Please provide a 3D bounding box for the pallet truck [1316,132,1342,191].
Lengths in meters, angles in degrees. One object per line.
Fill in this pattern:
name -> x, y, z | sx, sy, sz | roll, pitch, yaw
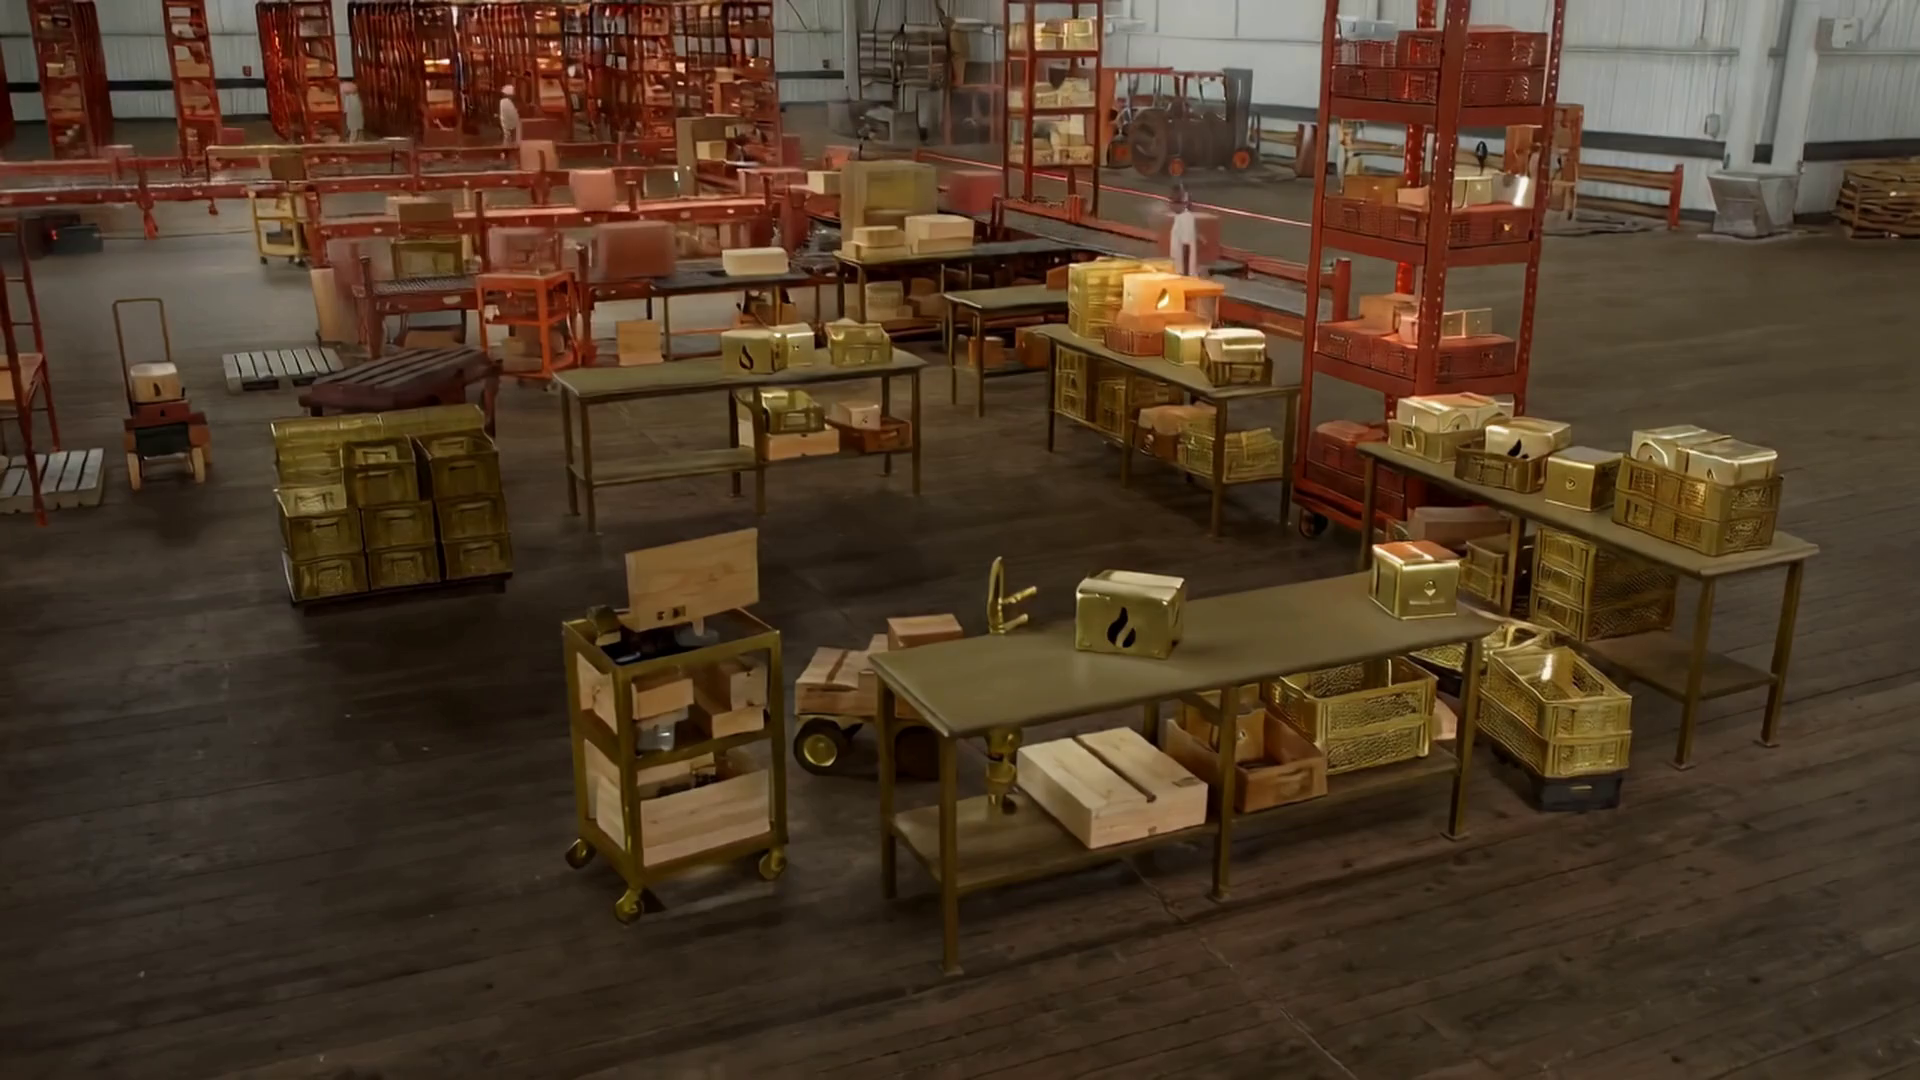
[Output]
pallet truck -> 7.723, -7.504, 32.656 | 1.601, 1.201, 0.680 | -8, 19, -23

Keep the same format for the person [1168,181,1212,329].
person -> 2.230, -2.585, 16.229 | 0.963, 1.810, 0.561 | 4, 18, 11

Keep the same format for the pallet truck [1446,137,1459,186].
pallet truck -> 9.184, -6.485, 29.328 | 1.630, 1.274, 0.653 | -8, 19, -23

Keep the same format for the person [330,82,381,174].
person -> -13.046, -8.851, 35.757 | 1.045, 1.941, 0.618 | -5, 18, -16

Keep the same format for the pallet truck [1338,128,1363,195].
pallet truck -> 7.845, -7.140, 31.411 | 1.522, 1.261, 0.704 | -9, 20, -25

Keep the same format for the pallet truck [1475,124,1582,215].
pallet truck -> 9.707, -6.455, 28.103 | 1.885, 1.965, 0.823 | -7, 19, -20

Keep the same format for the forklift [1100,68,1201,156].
forklift -> 4.082, -9.564, 37.410 | 2.680, 1.987, 1.157 | -8, 19, -23

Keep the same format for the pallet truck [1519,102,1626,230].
pallet truck -> 9.972, -6.037, 26.785 | 1.885, 1.965, 0.823 | -9, 20, -25

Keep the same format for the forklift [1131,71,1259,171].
forklift -> 4.998, -8.936, 35.413 | 2.680, 1.987, 1.157 | -9, 20, -25

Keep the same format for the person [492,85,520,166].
person -> -10.191, -9.353, 37.580 | 0.931, 1.796, 0.582 | -7, 19, -22
